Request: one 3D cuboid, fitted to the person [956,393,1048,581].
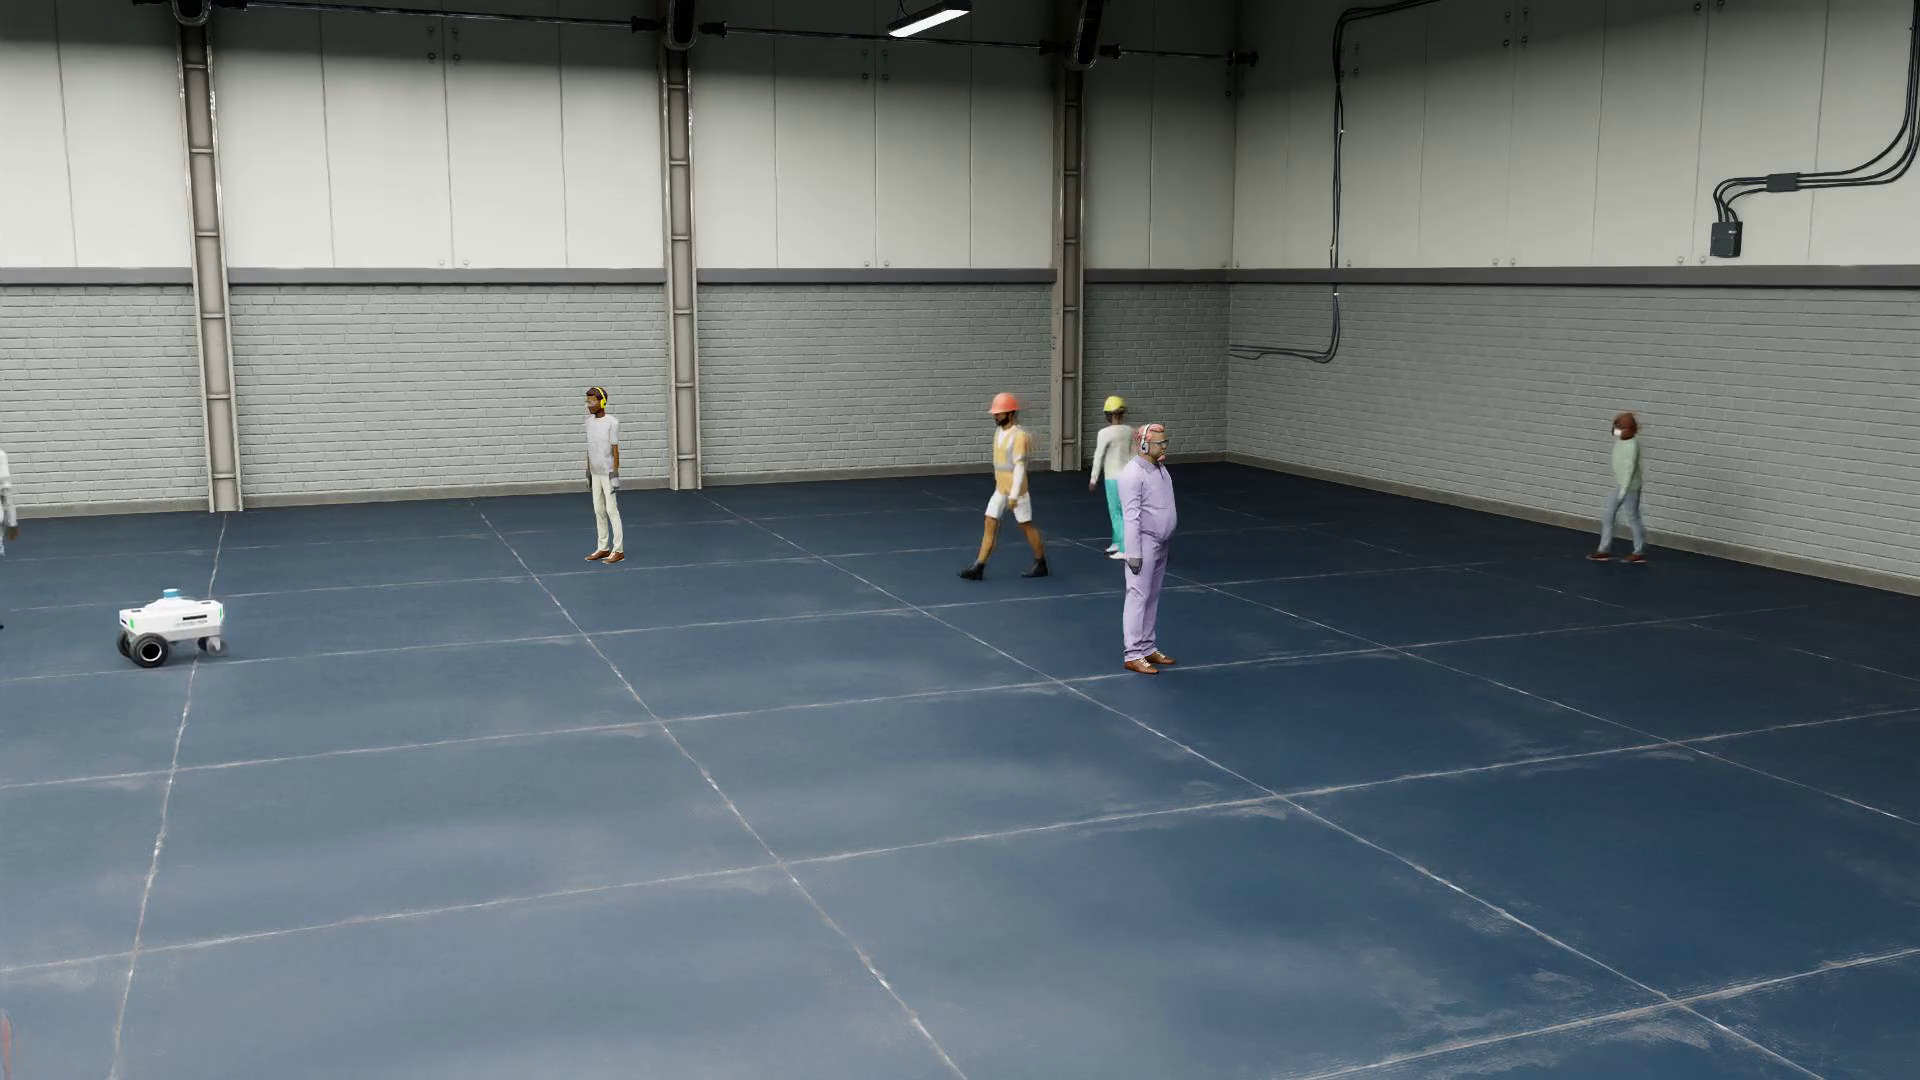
[{"bbox_3d":[0.474,-0.517,16.503,1.012,1.875,0.554,-5,10,-30],"label":"person"}]

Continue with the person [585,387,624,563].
[{"bbox_3d":[-3.779,-0.685,17.589,0.516,1.865,0.313,7,11,37],"label":"person"}]

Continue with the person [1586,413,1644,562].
[{"bbox_3d":[6.941,-0.540,17.473,0.687,1.595,0.526,-1,9,-5],"label":"person"}]

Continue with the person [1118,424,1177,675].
[{"bbox_3d":[1.460,0.058,12.773,0.407,1.908,0.642,5,10,28],"label":"person"}]

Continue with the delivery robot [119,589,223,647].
[{"bbox_3d":[-6.210,0.630,13.117,0.707,0.478,0.477,-7,12,-39],"label":"delivery robot"}]

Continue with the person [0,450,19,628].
[{"bbox_3d":[-8.294,-0.168,14.145,0.534,1.917,0.588,4,10,25],"label":"person"}]

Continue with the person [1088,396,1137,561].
[{"bbox_3d":[1.629,-0.660,17.808,0.526,1.745,0.646,-9,12,-43],"label":"person"}]
